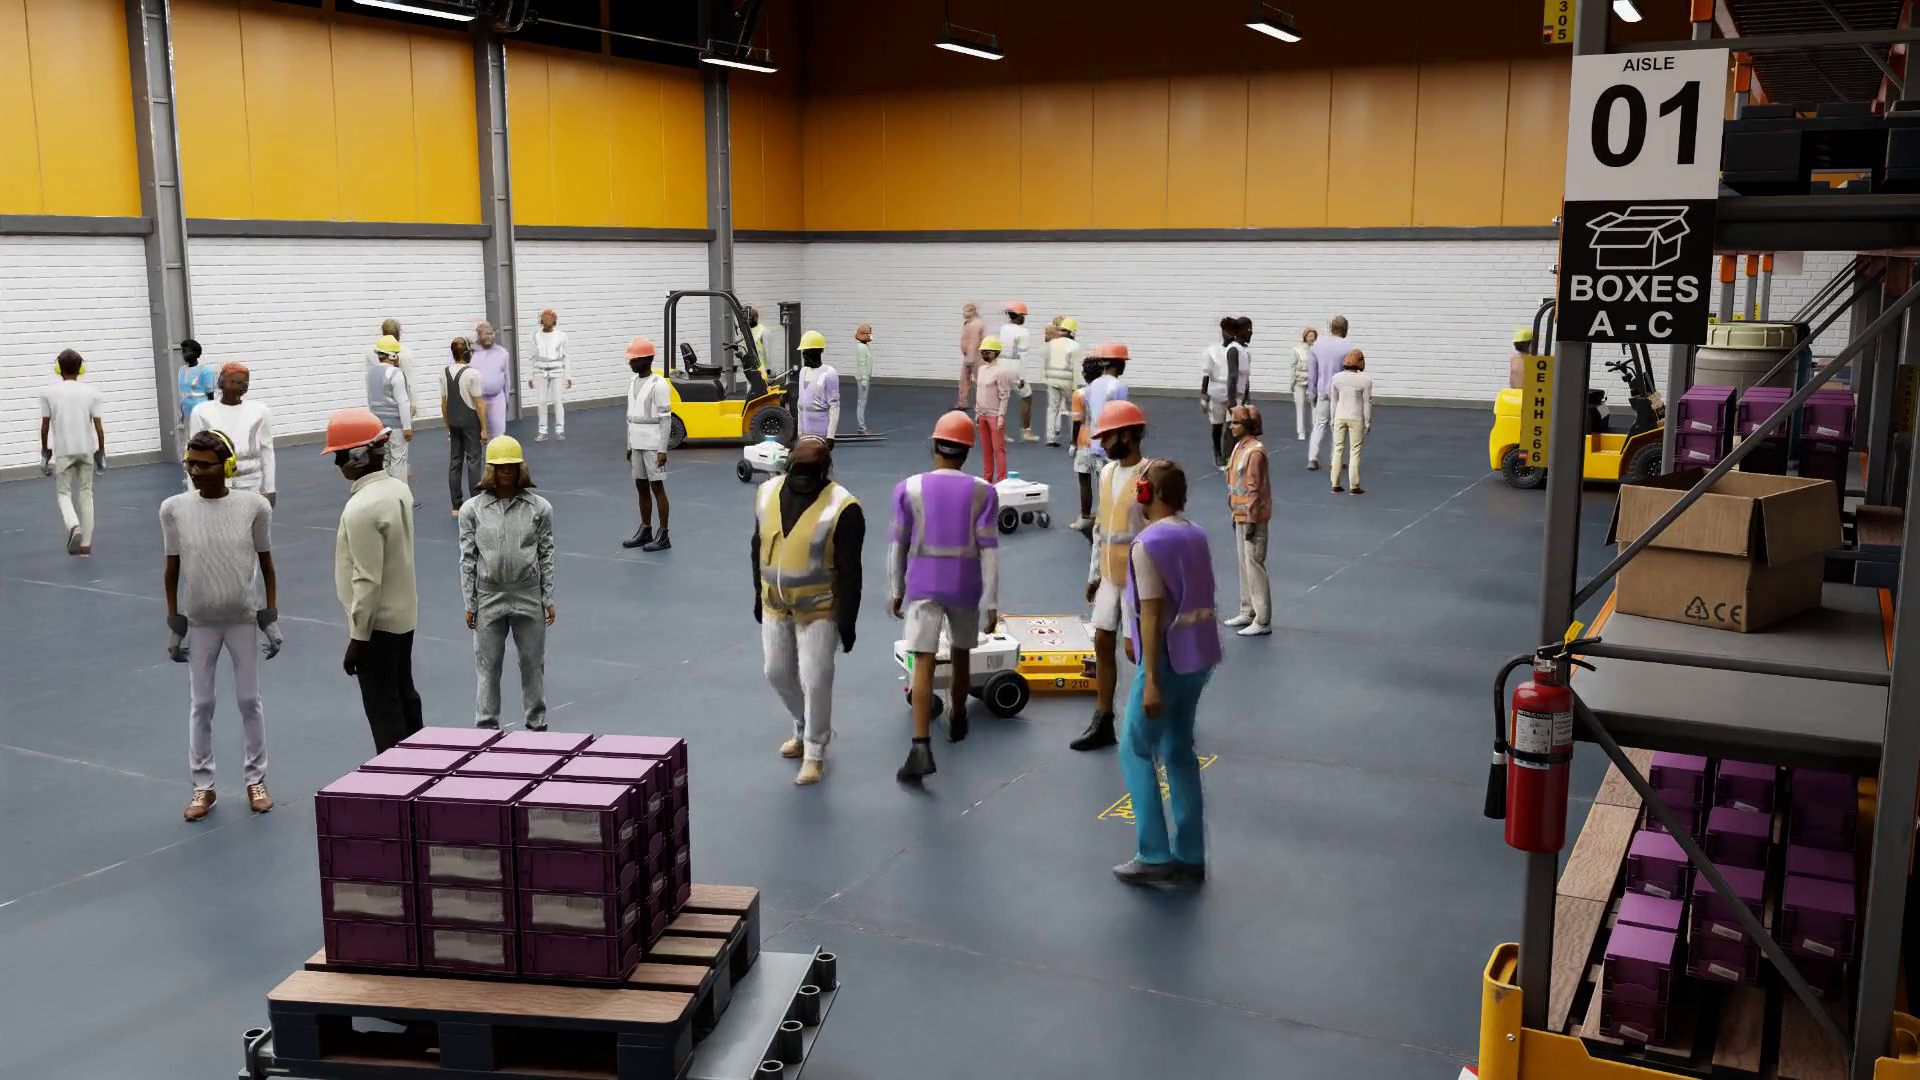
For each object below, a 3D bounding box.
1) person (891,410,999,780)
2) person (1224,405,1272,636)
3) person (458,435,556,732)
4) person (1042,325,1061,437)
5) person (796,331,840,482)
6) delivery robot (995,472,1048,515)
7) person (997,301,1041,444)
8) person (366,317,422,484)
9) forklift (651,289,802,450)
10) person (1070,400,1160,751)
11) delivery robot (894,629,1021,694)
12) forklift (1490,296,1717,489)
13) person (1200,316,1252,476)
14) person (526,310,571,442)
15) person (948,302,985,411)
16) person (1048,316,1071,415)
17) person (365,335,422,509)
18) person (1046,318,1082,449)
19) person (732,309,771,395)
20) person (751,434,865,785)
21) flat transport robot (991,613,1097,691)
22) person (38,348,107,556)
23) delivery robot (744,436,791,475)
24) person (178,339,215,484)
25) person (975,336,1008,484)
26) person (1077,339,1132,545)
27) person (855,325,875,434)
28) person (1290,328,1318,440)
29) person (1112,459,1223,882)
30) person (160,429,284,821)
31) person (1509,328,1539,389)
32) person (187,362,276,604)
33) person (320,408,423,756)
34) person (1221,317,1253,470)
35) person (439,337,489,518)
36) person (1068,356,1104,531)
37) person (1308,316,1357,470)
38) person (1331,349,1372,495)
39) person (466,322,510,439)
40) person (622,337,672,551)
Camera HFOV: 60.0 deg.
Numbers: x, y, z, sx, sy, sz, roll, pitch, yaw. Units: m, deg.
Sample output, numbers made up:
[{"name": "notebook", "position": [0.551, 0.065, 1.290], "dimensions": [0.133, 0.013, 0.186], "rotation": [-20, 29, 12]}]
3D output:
[{"name": "person", "position": [-0.083, 0.273, 8.719], "dimensions": [0.572, 1.883, 1.068], "rotation": [0, 10, -1]}, {"name": "person", "position": [2.042, -0.145, 11.772], "dimensions": [0.320, 1.628, 0.515], "rotation": [-1, 10, -7]}, {"name": "person", "position": [-2.361, 0.322, 8.725], "dimensions": [0.487, 1.746, 0.289], "rotation": [-4, 10, -21]}, {"name": "person", "position": [1.353, -2.335, 24.423], "dimensions": [0.265, 1.631, 0.507], "rotation": [-1, 10, -3]}, {"name": "person", "position": [-1.419, -1.086, 16.345], "dimensions": [0.366, 1.926, 0.592], "rotation": [-9, 13, -41]}, {"name": "delivery robot", "position": [0.515, -0.420, 16.190], "dimensions": [0.707, 0.478, 0.477], "rotation": [-7, 12, -35]}, {"name": "person", "position": [0.807, -2.348, 23.417], "dimensions": [0.815, 2.013, 0.635], "rotation": [-10, 14, -44]}, {"name": "person", "position": [-6.602, -1.618, 19.396], "dimensions": [0.635, 1.936, 0.354], "rotation": [4, 11, 22]}, {"name": "forklift", "position": [-3.358, -2.392, 23.136], "dimensions": [2.313, 2.155, 1.214], "rotation": [-1, 10, -5]}, {"name": "person", "position": [0.892, 0.193, 9.019], "dimensions": [0.597, 1.905, 0.581], "rotation": [-6, 12, -33]}, {"name": "delivery robot", "position": [-0.018, 0.695, 9.734], "dimensions": [0.707, 0.478, 0.477], "rotation": [-3, 10, -17]}, {"name": "forklift", "position": [7.296, -1.677, 18.993], "dimensions": [2.313, 2.155, 1.214], "rotation": [5, 11, 27]}, {"name": "person", "position": [3.259, -1.787, 20.408], "dimensions": [0.603, 1.933, 0.946], "rotation": [1, 10, 7]}, {"name": "person", "position": [-5.871, -2.336, 23.766], "dimensions": [0.623, 1.867, 0.343], "rotation": [-1, 10, -8]}, {"name": "person", "position": [0.162, -3.079, 28.072], "dimensions": [0.805, 1.863, 0.677], "rotation": [-3, 10, -15]}, {"name": "person", "position": [1.642, -2.889, 27.617], "dimensions": [0.307, 1.641, 0.514], "rotation": [-7, 12, -36]}, {"name": "person", "position": [-5.938, -1.225, 17.420], "dimensions": [0.590, 1.835, 0.404], "rotation": [7, 12, 35]}, {"name": "person", "position": [1.485, -2.154, 22.912], "dimensions": [0.615, 1.795, 0.829], "rotation": [7, 12, 37]}, {"name": "person", "position": [-3.325, -2.856, 26.972], "dimensions": [0.616, 1.800, 0.937], "rotation": [7, 12, 34]}, {"name": "person", "position": [-0.742, 0.337, 8.490], "dimensions": [0.682, 1.803, 0.631], "rotation": [5, 11, 29]}, {"name": "flat transport robot", "position": [0.574, 0.704, 10.772], "dimensions": [0.652, 0.197, 1.431], "rotation": [0, 10, -3]}, {"name": "person", "position": [-7.805, -0.748, 14.628], "dimensions": [0.543, 1.844, 0.479], "rotation": [-6, 12, -33]}, {"name": "delivery robot", "position": [-2.216, -0.974, 19.397], "dimensions": [0.477, 0.478, 0.707], "rotation": [-8, 13, -38]}, {"name": "person", "position": [-8.841, -1.475, 19.261], "dimensions": [0.542, 1.695, 0.316], "rotation": [5, 11, 28]}, {"name": "person", "position": [0.336, -1.384, 18.525], "dimensions": [0.300, 1.772, 0.532], "rotation": [-6, 12, -33]}, {"name": "person", "position": [1.315, -0.825, 14.836], "dimensions": [0.519, 1.924, 0.557], "rotation": [-4, 11, -24]}, {"name": "person", "position": [-1.402, -2.346, 24.487], "dimensions": [0.285, 1.633, 0.497], "rotation": [0, 10, 0]}, {"name": "person", "position": [4.965, -2.197, 23.698], "dimensions": [0.523, 1.616, 0.687], "rotation": [0, 10, 2]}, {"name": "person", "position": [0.907, 0.559, 7.173], "dimensions": [0.482, 1.800, 0.615], "rotation": [7, 12, 35]}, {"name": "person", "position": [-3.513, 0.398, 7.938], "dimensions": [0.517, 1.865, 0.334], "rotation": [-3, 10, -19]}, {"name": "person", "position": [7.066, -1.779, 20.871], "dimensions": [0.412, 1.749, 0.541], "rotation": [-6, 11, -30]}, {"name": "person", "position": [-5.586, -0.410, 12.657], "dimensions": [0.728, 1.845, 0.340], "rotation": [-4, 11, -22]}, {"name": "person", "position": [-2.699, 0.381, 7.684], "dimensions": [0.390, 1.986, 0.609], "rotation": [0, 10, -2]}, {"name": "person", "position": [3.407, -1.778, 20.401], "dimensions": [0.435, 1.916, 0.607], "rotation": [3, 10, 18]}, {"name": "person", "position": [-5.004, -1.130, 16.839], "dimensions": [0.507, 1.846, 0.345], "rotation": [4, 11, 21]}, {"name": "person", "position": [1.275, -0.927, 16.093], "dimensions": [0.538, 1.696, 0.317], "rotation": [-7, 12, -35]}, {"name": "person", "position": [4.555, -1.784, 20.472], "dimensions": [0.669, 1.917, 0.648], "rotation": [-9, 13, -43]}, {"name": "person", "position": [4.364, -1.320, 18.581], "dimensions": [0.494, 1.624, 0.279], "rotation": [7, 12, 37]}, {"name": "person", "position": [-5.842, -1.756, 20.445], "dimensions": [0.646, 1.859, 0.989], "rotation": [-6, 11, -29]}, {"name": "person", "position": [-2.850, -0.864, 15.036], "dimensions": [0.553, 1.934, 0.364], "rotation": [9, 13, 42]}]
